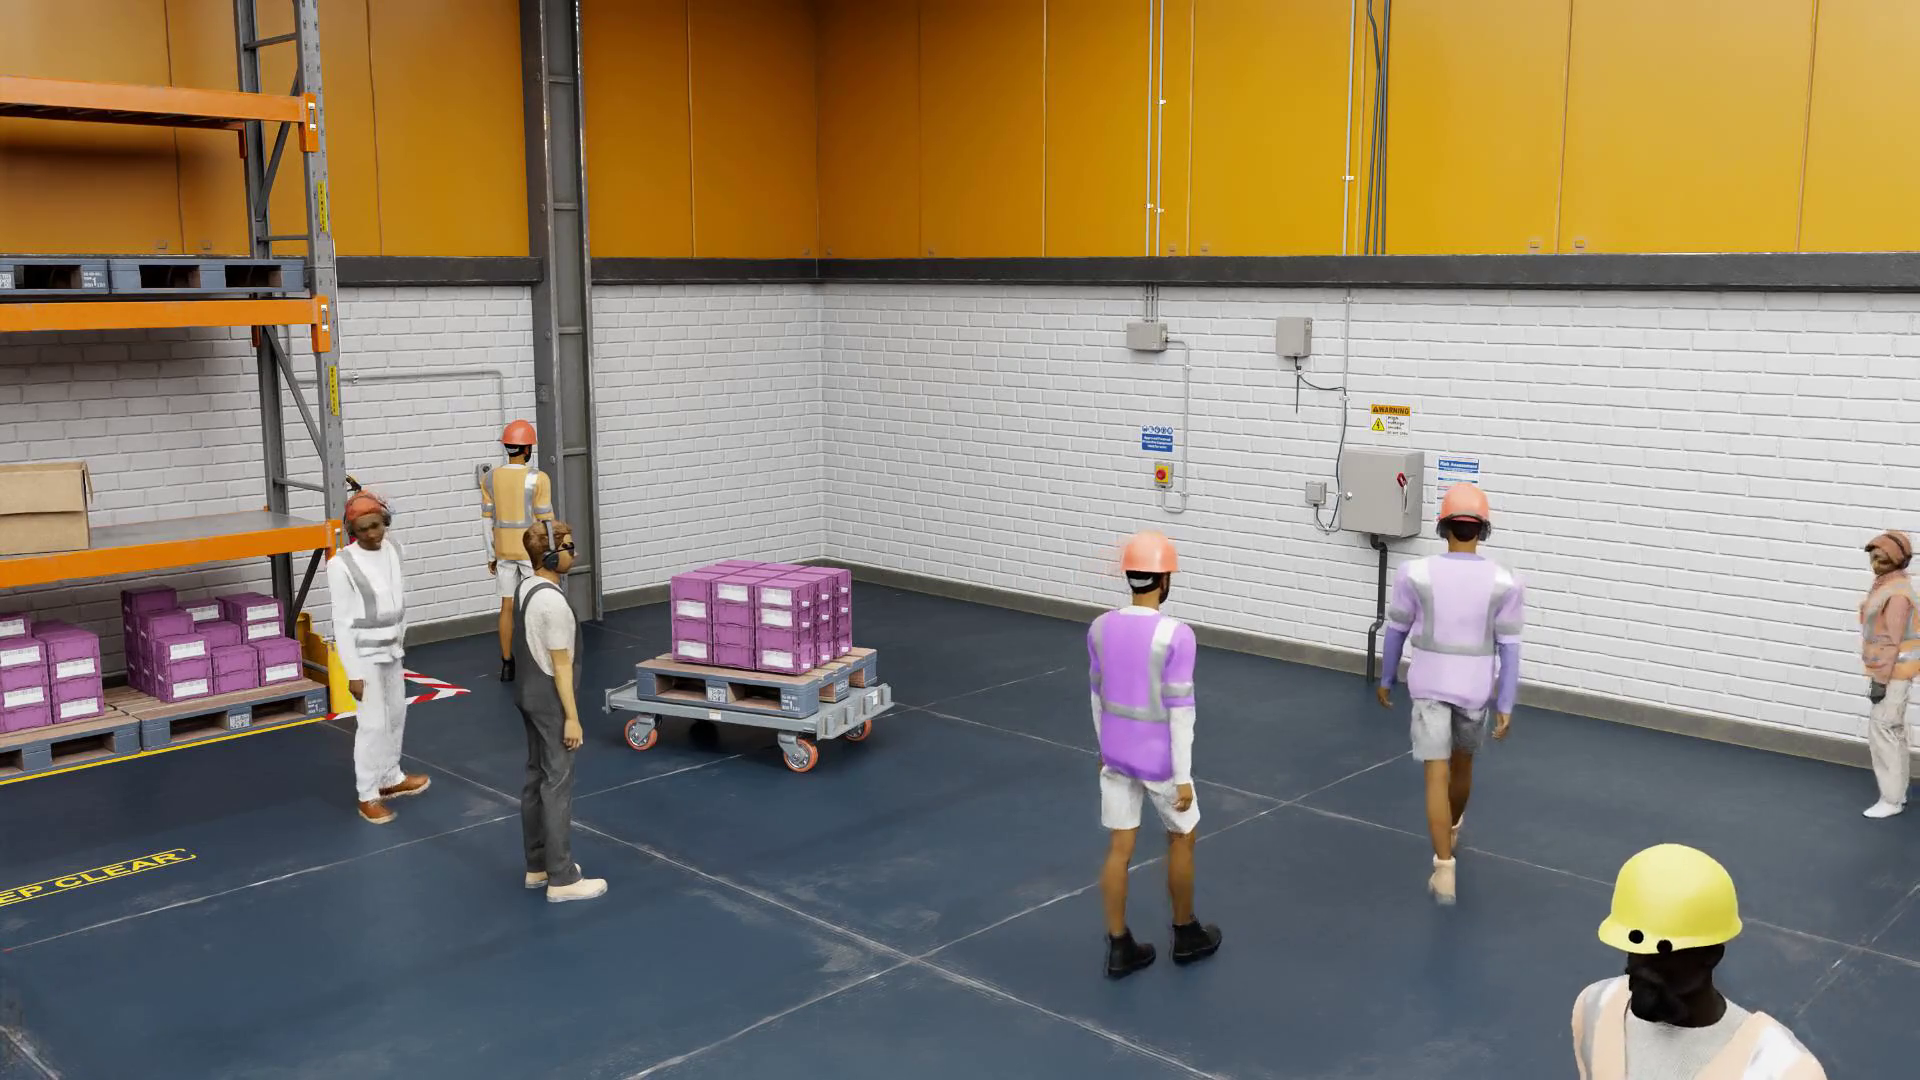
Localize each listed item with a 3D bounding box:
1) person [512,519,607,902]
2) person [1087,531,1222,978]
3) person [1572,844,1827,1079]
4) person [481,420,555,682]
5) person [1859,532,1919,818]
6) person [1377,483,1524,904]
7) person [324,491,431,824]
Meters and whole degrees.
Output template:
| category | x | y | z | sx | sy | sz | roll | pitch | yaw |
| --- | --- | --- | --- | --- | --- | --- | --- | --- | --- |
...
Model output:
| category | x | y | z | sx | sy | sz | roll | pitch | yaw |
| --- | --- | --- | --- | --- | --- | --- | --- | --- | --- |
| person | -1.965 | 0.815 | 8.026 | 0.343 | 1.847 | 0.507 | -7 | 11 | -35 |
| person | 0.862 | 0.907 | 7.217 | 0.577 | 1.918 | 0.701 | 8 | 12 | 41 |
| person | 1.537 | 1.534 | 3.478 | 0.896 | 1.897 | 0.593 | -6 | 11 | -33 |
| person | -3.213 | 0.085 | 12.218 | 0.552 | 1.935 | 0.366 | 2 | 9 | 12 |
| person | 5.176 | 0.731 | 9.264 | 0.372 | 1.605 | 0.667 | 5 | 10 | 26 |
| person | 2.411 | 0.708 | 8.229 | 0.637 | 1.985 | 1.043 | 1 | 9 | 8 |
| person | -3.214 | 0.625 | 9.177 | 0.386 | 1.851 | 0.753 | 2 | 10 | 14 |
